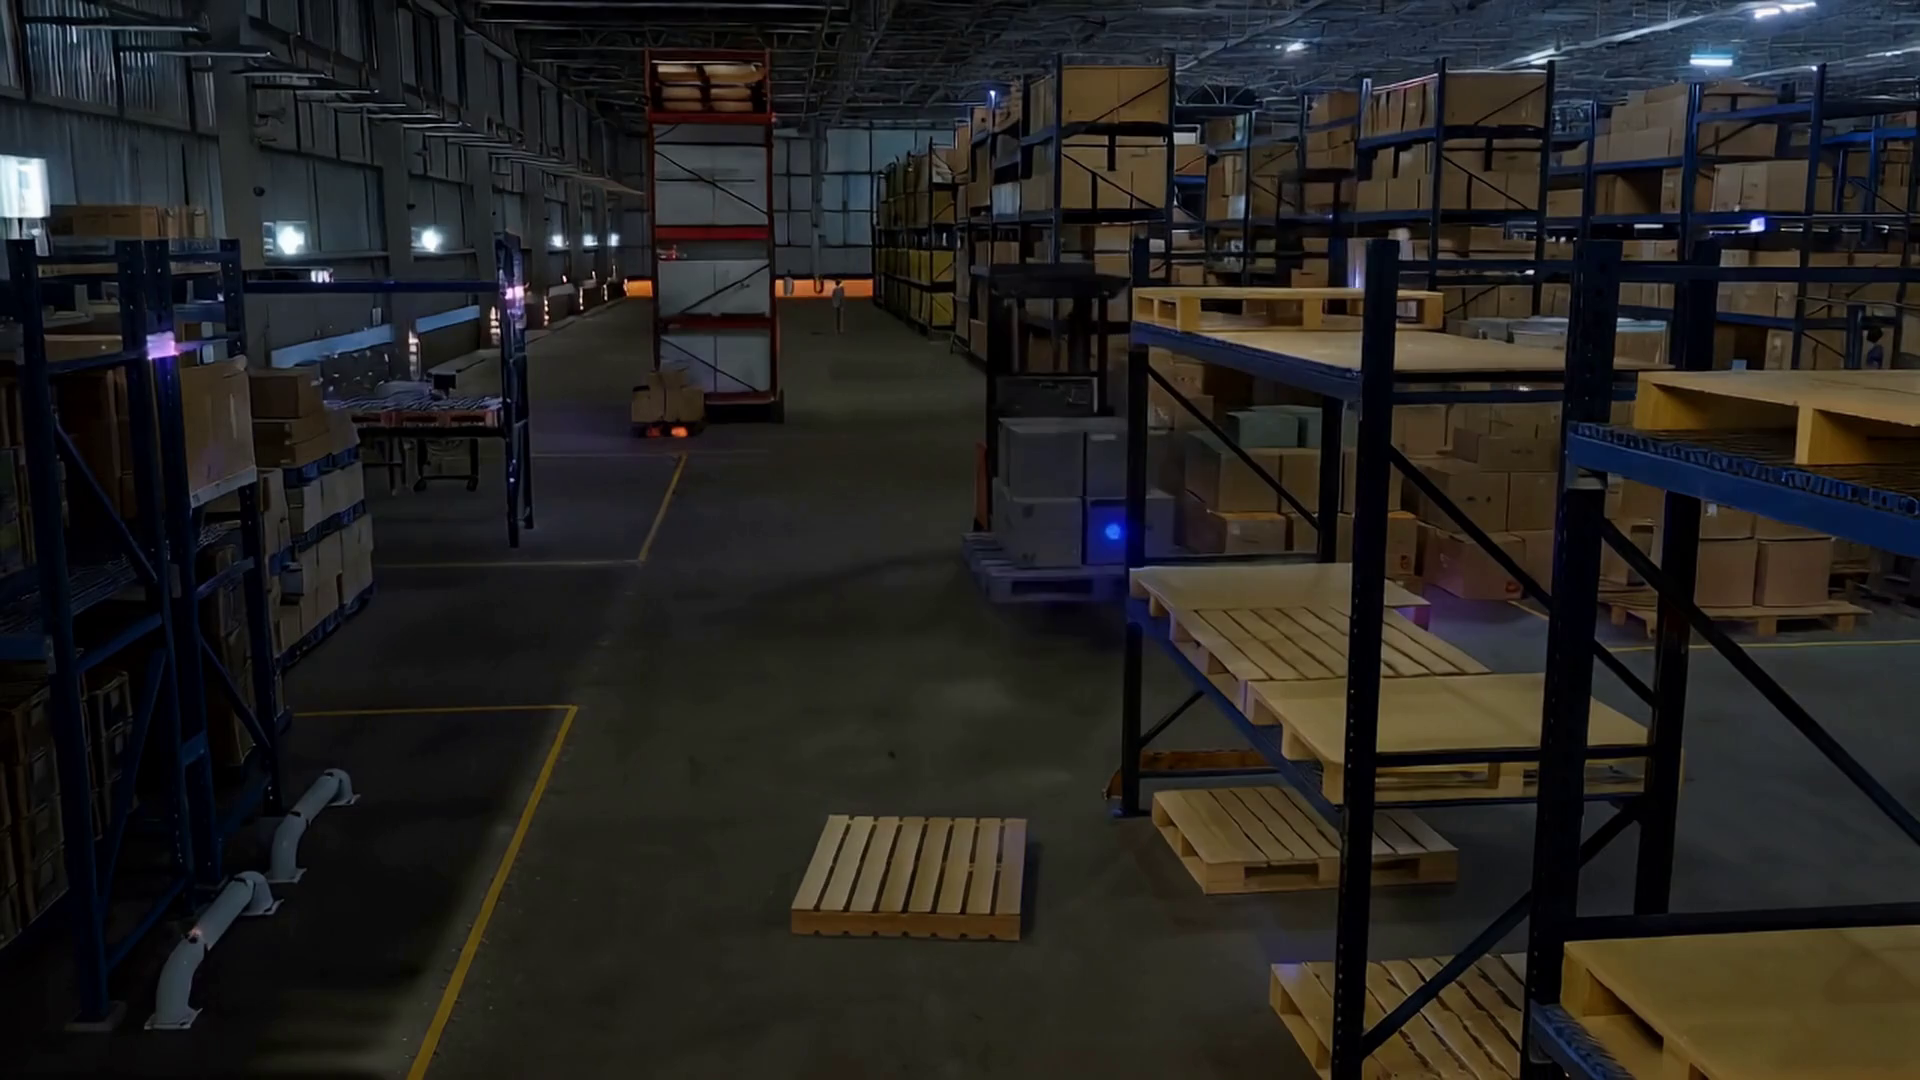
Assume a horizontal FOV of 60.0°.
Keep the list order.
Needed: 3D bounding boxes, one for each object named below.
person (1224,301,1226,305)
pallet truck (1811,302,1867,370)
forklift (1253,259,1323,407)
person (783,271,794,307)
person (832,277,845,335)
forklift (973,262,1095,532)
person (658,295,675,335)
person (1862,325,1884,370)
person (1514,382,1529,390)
[{"bbox_3d":[9.456,-8.275,57.904,0.546,1.751,0.467,1,10,6],"label":"person"},{"bbox_3d":[15.846,-3.142,28.793,1.885,1.965,0.823,2,10,12],"label":"pallet truck"},{"bbox_3d":[5.975,-3.705,29.461,1.129,2.768,1.873,-1,10,-6],"label":"forklift"},{"bbox_3d":[-7.777,-11.407,75.578,0.511,1.641,0.307,1,10,8],"label":"person"},{"bbox_3d":[-3.921,-7.539,53.592,0.429,1.840,0.632,-1,10,-5],"label":"person"},{"bbox_3d":[0.745,-1.174,15.440,1.129,2.768,1.873,-1,10,-6],"label":"forklift"},{"bbox_3d":[-7.930,-5.963,44.757,0.584,1.881,0.975,-3,11,-15],"label":"person"},{"bbox_3d":[14.524,-2.574,26.475,0.322,1.697,0.535,3,11,17],"label":"person"},{"bbox_3d":[6.030,-1.093,17.680,0.538,1.904,0.619,-4,11,-23],"label":"person"}]
